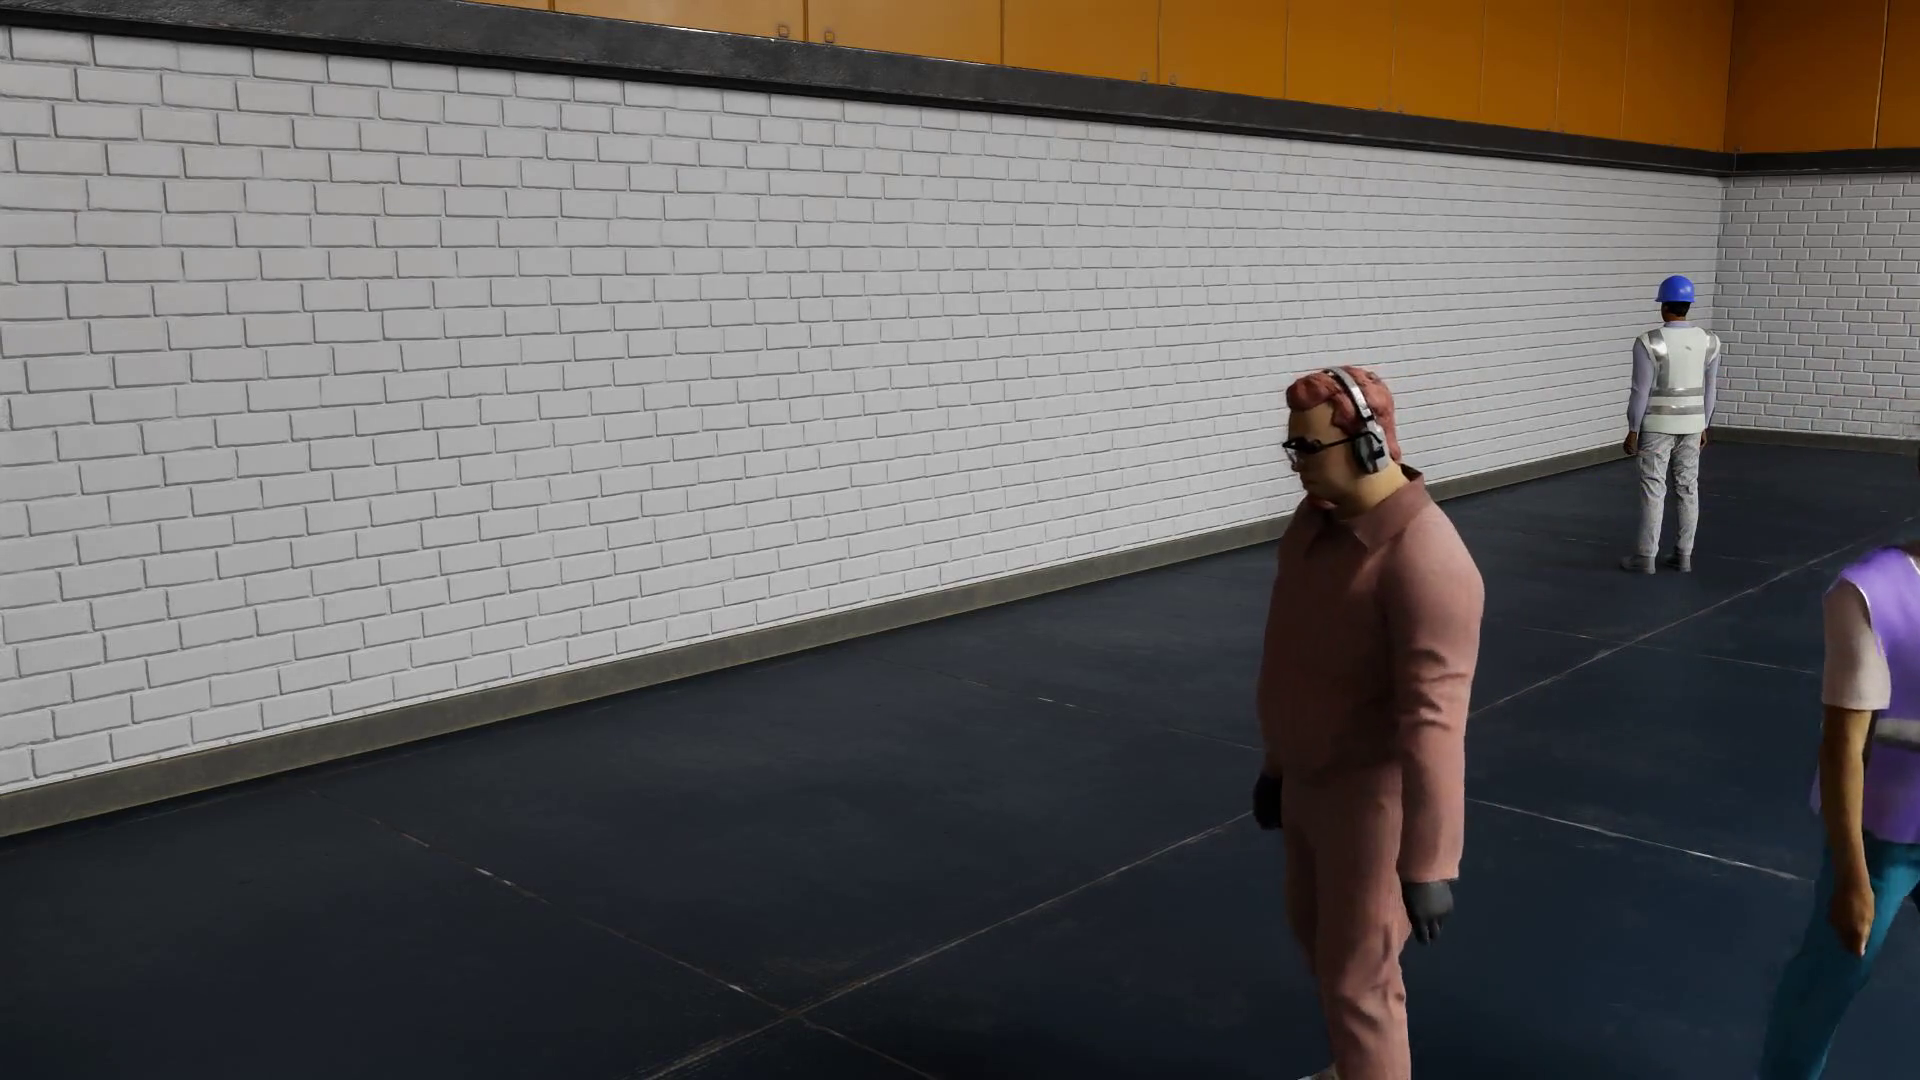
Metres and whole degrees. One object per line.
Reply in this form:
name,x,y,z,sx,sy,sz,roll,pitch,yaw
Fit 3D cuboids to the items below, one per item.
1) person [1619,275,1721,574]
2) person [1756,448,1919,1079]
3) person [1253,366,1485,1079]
person,4.641,-0.746,10.895,0.605,1.948,0.391,-2,10,-11
person,2.039,0.638,3.425,0.593,1.793,0.982,-3,10,-15
person,0.907,0.558,3.662,0.529,1.885,0.800,-2,10,-10
